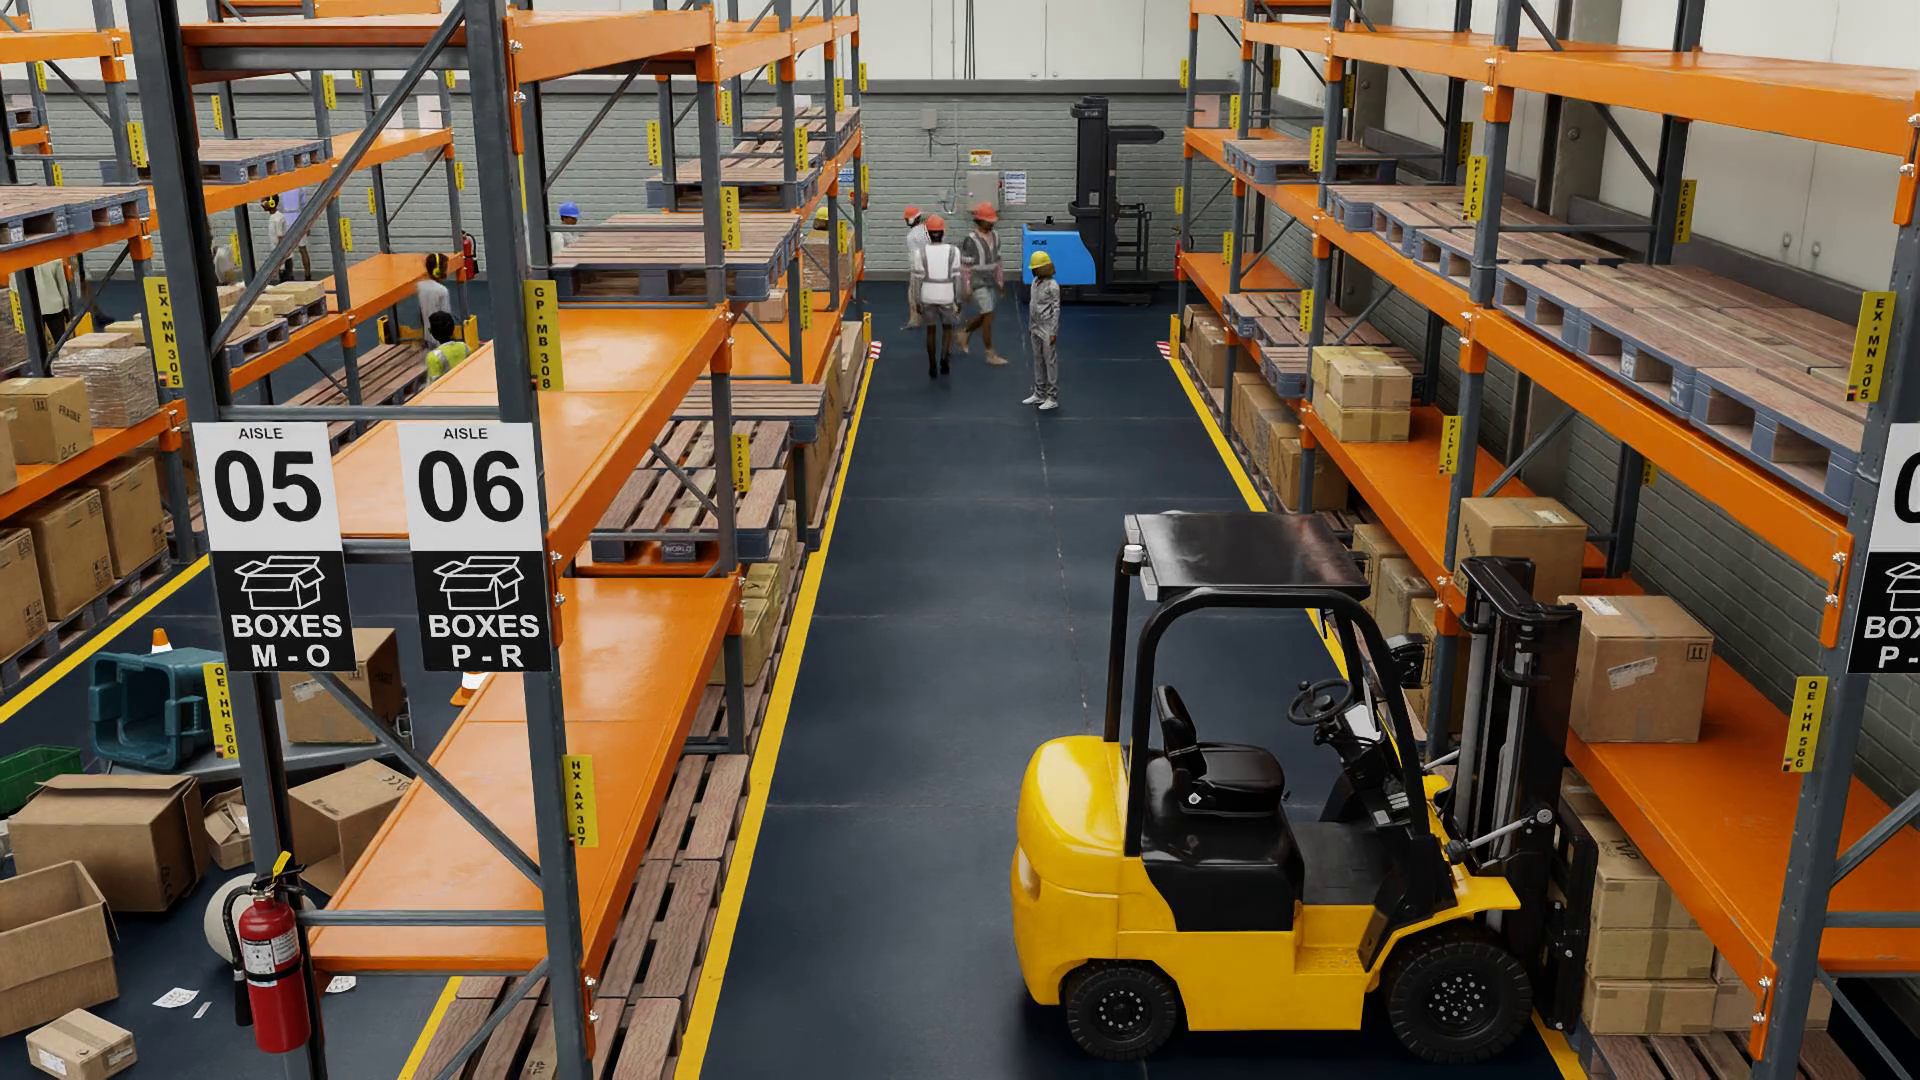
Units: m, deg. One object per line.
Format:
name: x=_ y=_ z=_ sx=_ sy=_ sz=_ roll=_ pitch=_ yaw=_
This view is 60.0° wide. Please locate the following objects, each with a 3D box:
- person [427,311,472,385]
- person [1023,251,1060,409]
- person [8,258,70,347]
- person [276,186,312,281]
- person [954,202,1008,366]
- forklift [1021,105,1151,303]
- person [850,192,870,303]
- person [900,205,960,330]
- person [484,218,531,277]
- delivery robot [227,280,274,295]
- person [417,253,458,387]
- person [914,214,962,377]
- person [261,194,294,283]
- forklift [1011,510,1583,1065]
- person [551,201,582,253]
person: x=-4.599 y=-1.232 z=15.085 sx=0.320 sy=1.695 sz=0.534 roll=8 pitch=20 yaw=23
person: x=0.896 y=-2.305 z=18.257 sx=0.333 sy=1.734 sz=0.492 roll=-11 pitch=21 yaw=-29
person: x=-10.354 y=-2.595 z=18.739 sx=0.401 sy=1.986 sz=0.612 roll=15 pitch=24 yaw=39
person: x=-10.353 y=-4.888 z=25.762 sx=0.542 sy=1.929 sz=0.381 roll=-12 pitch=22 yaw=-32
person: x=0.229 y=-3.153 z=20.425 sx=0.806 sy=2.005 sz=0.619 roll=13 pitch=23 yaw=35
forklift: x=1.857 y=-4.944 z=24.441 sx=1.873 sy=2.768 sz=1.129 roll=0 pitch=18 yaw=0
person: x=-1.478 y=-4.307 z=24.488 sx=0.288 sy=1.624 sz=0.499 roll=-5 pitch=19 yaw=-14
person: x=-0.423 y=-3.640 z=22.347 sx=0.776 sy=1.707 sz=0.578 roll=10 pitch=21 yaw=27
person: x=-5.977 y=-3.647 z=22.008 sx=0.604 sy=1.934 sz=0.413 roll=-12 pitch=22 yaw=-33
delivery robot: x=-10.059 y=-3.516 z=23.622 sx=0.707 sy=0.478 sz=0.477 roll=9 pitch=20 yaw=26
person: x=-5.517 y=-2.108 z=17.520 sx=0.596 sy=1.828 sz=0.648 roll=10 pitch=21 yaw=29
person: x=-0.264 y=-2.887 z=19.722 sx=0.576 sy=1.920 sz=0.397 roll=-1 pitch=18 yaw=-3
person: x=-9.268 y=-3.830 z=22.684 sx=0.330 sy=1.861 sz=0.497 roll=-9 pitch=21 yaw=-26
forklift: x=1.387 y=1.055 z=7.378 sx=2.313 sy=2.155 sz=1.214 roll=0 pitch=18 yaw=0
person: x=-4.856 y=-3.244 z=20.767 sx=0.401 sy=1.943 sz=0.615 roll=2 pitch=18 yaw=6
